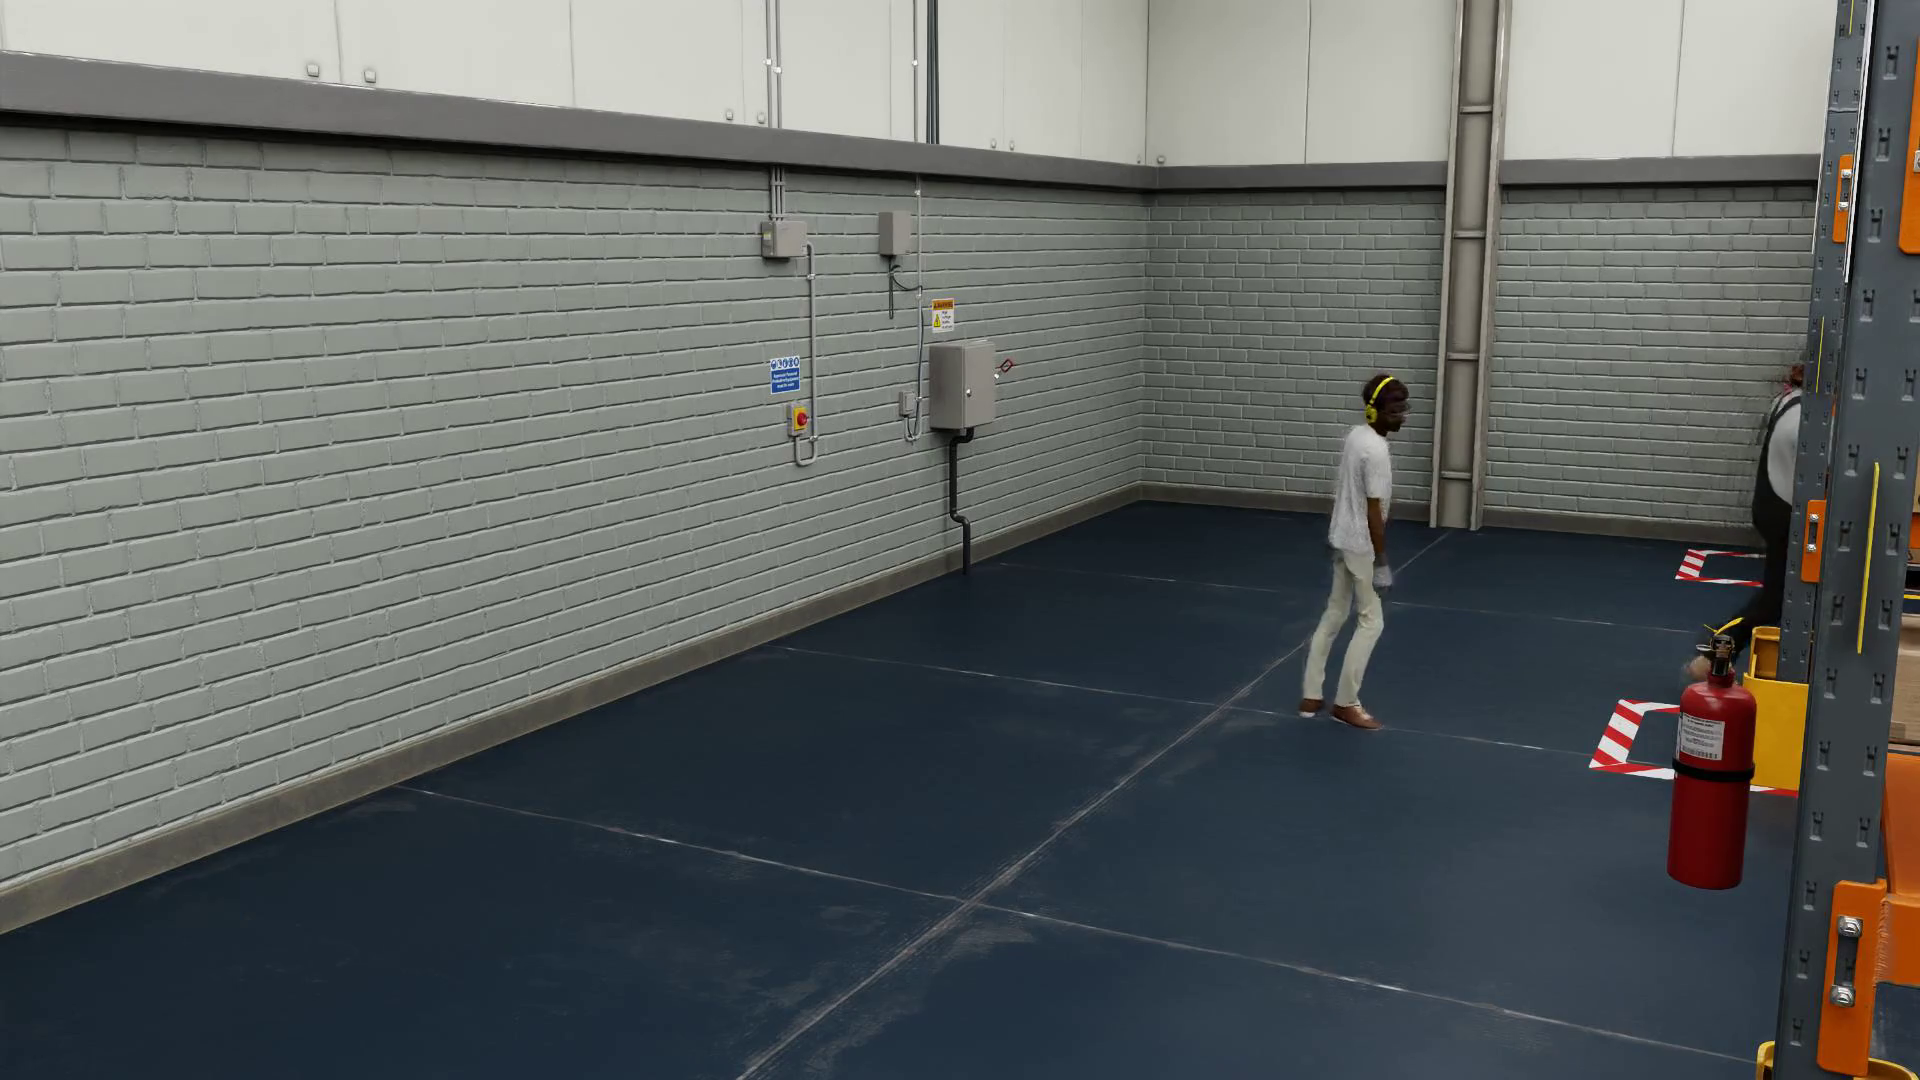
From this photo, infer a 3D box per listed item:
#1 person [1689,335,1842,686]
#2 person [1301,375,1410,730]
[{"bbox_3d":[4.464,-0.143,9.025,0.854,2.000,0.693,4,11,19],"label":"person"},{"bbox_3d":[2.008,0.057,8.538,0.473,1.832,0.609,0,10,0],"label":"person"}]
